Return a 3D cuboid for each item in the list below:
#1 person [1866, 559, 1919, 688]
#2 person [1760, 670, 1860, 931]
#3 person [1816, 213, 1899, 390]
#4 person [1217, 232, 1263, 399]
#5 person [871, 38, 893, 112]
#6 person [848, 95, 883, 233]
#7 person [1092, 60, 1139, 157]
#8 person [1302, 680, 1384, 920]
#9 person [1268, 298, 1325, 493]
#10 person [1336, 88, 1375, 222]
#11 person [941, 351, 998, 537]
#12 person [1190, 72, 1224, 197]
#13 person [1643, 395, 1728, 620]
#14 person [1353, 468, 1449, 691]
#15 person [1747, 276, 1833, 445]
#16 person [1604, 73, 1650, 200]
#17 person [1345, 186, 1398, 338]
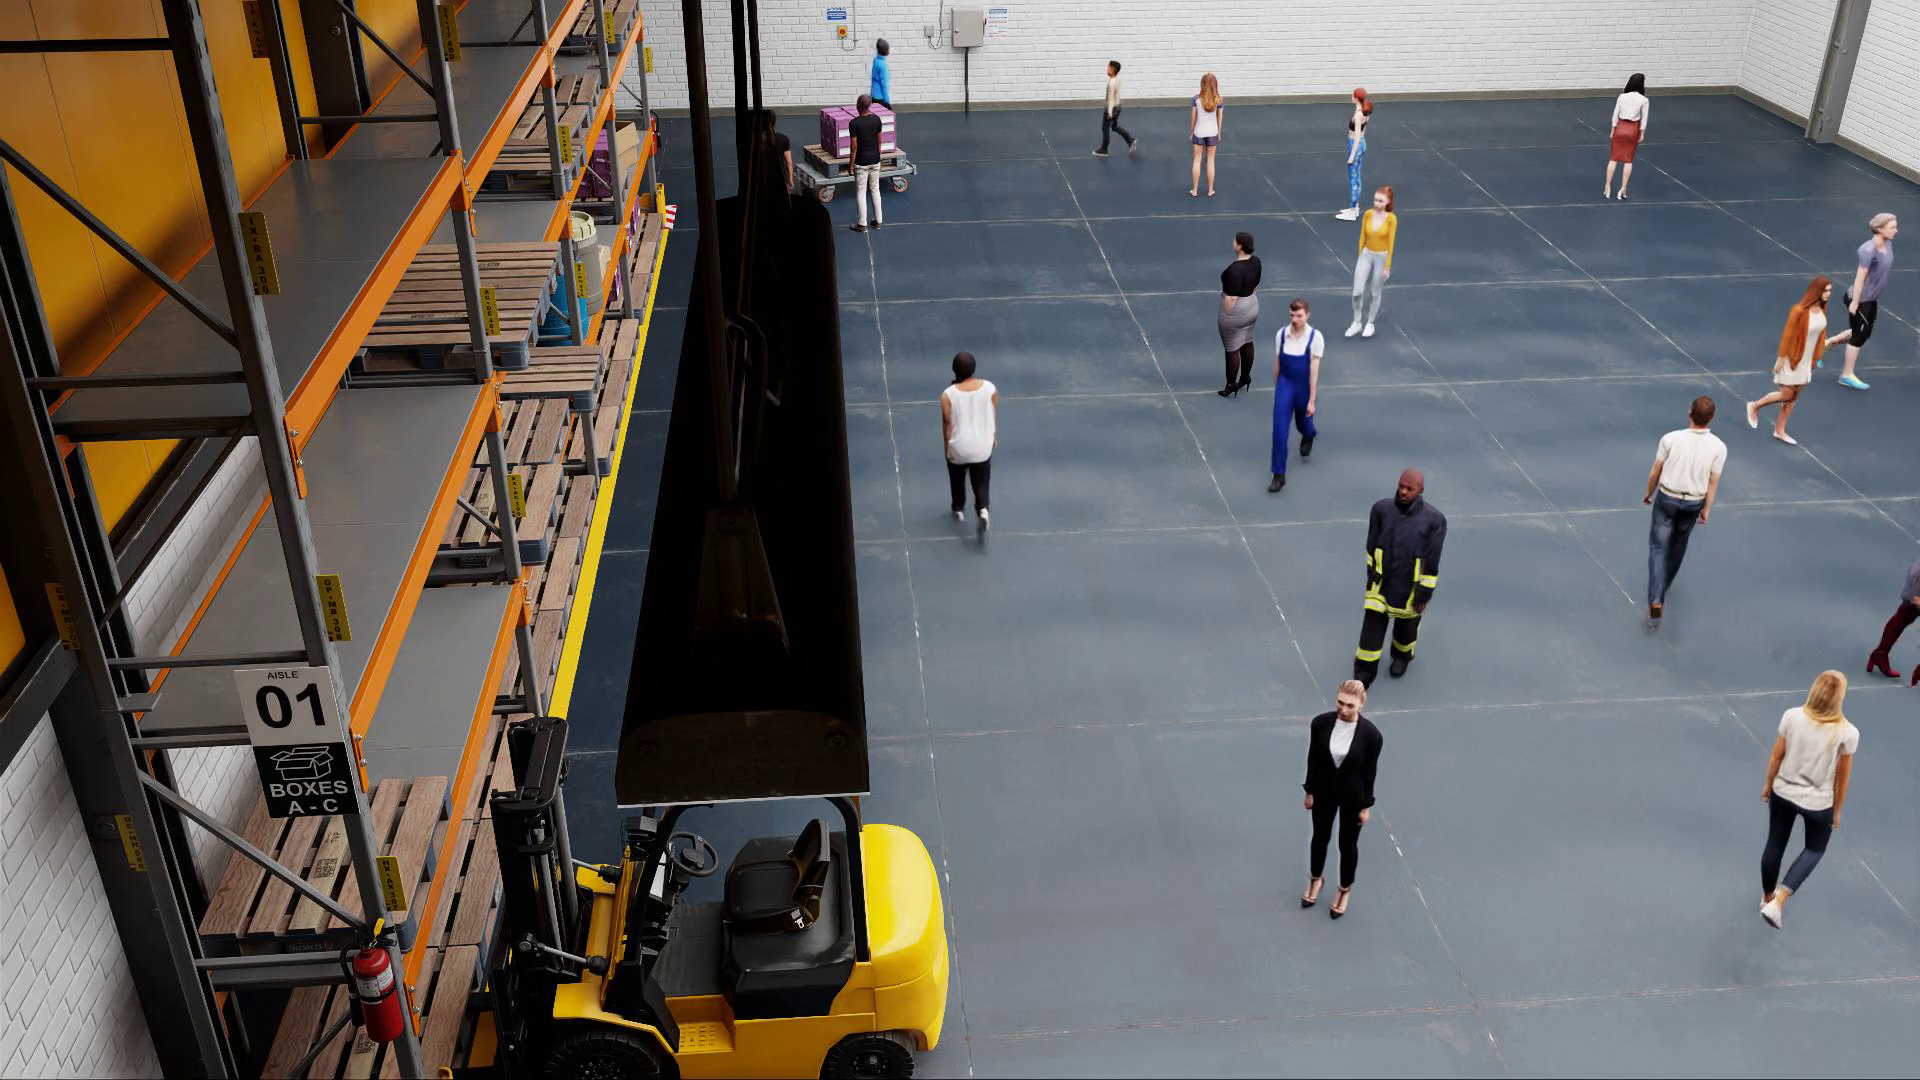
[{"bbox_3d":[7.120,0.319,12.420,0.885,1.692,0.845,17,33,28],"label":"person"},{"bbox_3d":[5.016,1.601,9.954,0.871,1.803,0.927,23,36,36],"label":"person"},{"bbox_3d":[9.388,-2.528,17.457,0.971,1.865,1.084,-23,36,-35],"label":"person"},{"bbox_3d":[2.902,-2.338,17.221,0.825,1.759,0.779,25,37,38],"label":"person"},{"bbox_3d":[-1.250,-6.700,25.204,0.962,1.771,0.608,-16,33,-27],"label":"person"},{"bbox_3d":[-1.240,-4.996,22.045,0.756,1.805,0.771,-19,34,-31],"label":"person"},{"bbox_3d":[2.382,-6.529,25.229,0.848,1.448,0.925,9,30,16],"label":"person"},{"bbox_3d":[2.319,1.566,10.120,0.679,1.704,0.693,14,31,23],"label":"person"},{"bbox_3d":[3.143,-1.394,15.428,0.981,1.818,1.265,12,31,20],"label":"person"},{"bbox_3d":[5.356,-5.220,22.478,0.736,1.785,0.660,14,32,24],"label":"person"},{"bbox_3d":[0.087,-0.839,14.568,0.689,1.668,0.976,-5,29,-9],"label":"person"},{"bbox_3d":[3.463,-5.715,23.442,0.624,1.730,0.587,2,29,4],"label":"person"},{"bbox_3d":[5.743,-0.235,13.298,0.994,1.823,1.283,9,30,15],"label":"person"},{"bbox_3d":[3.334,0.248,12.454,1.121,1.783,1.260,15,32,26],"label":"person"},{"bbox_3d":[8.121,-1.796,16.277,0.759,1.711,0.881,-13,31,-22],"label":"person"},{"bbox_3d":[9.348,-5.665,23.331,0.682,1.749,0.700,15,32,26],"label":"person"},{"bbox_3d":[4.699,-3.135,18.706,0.753,1.736,0.813,16,32,27],"label":"person"}]
